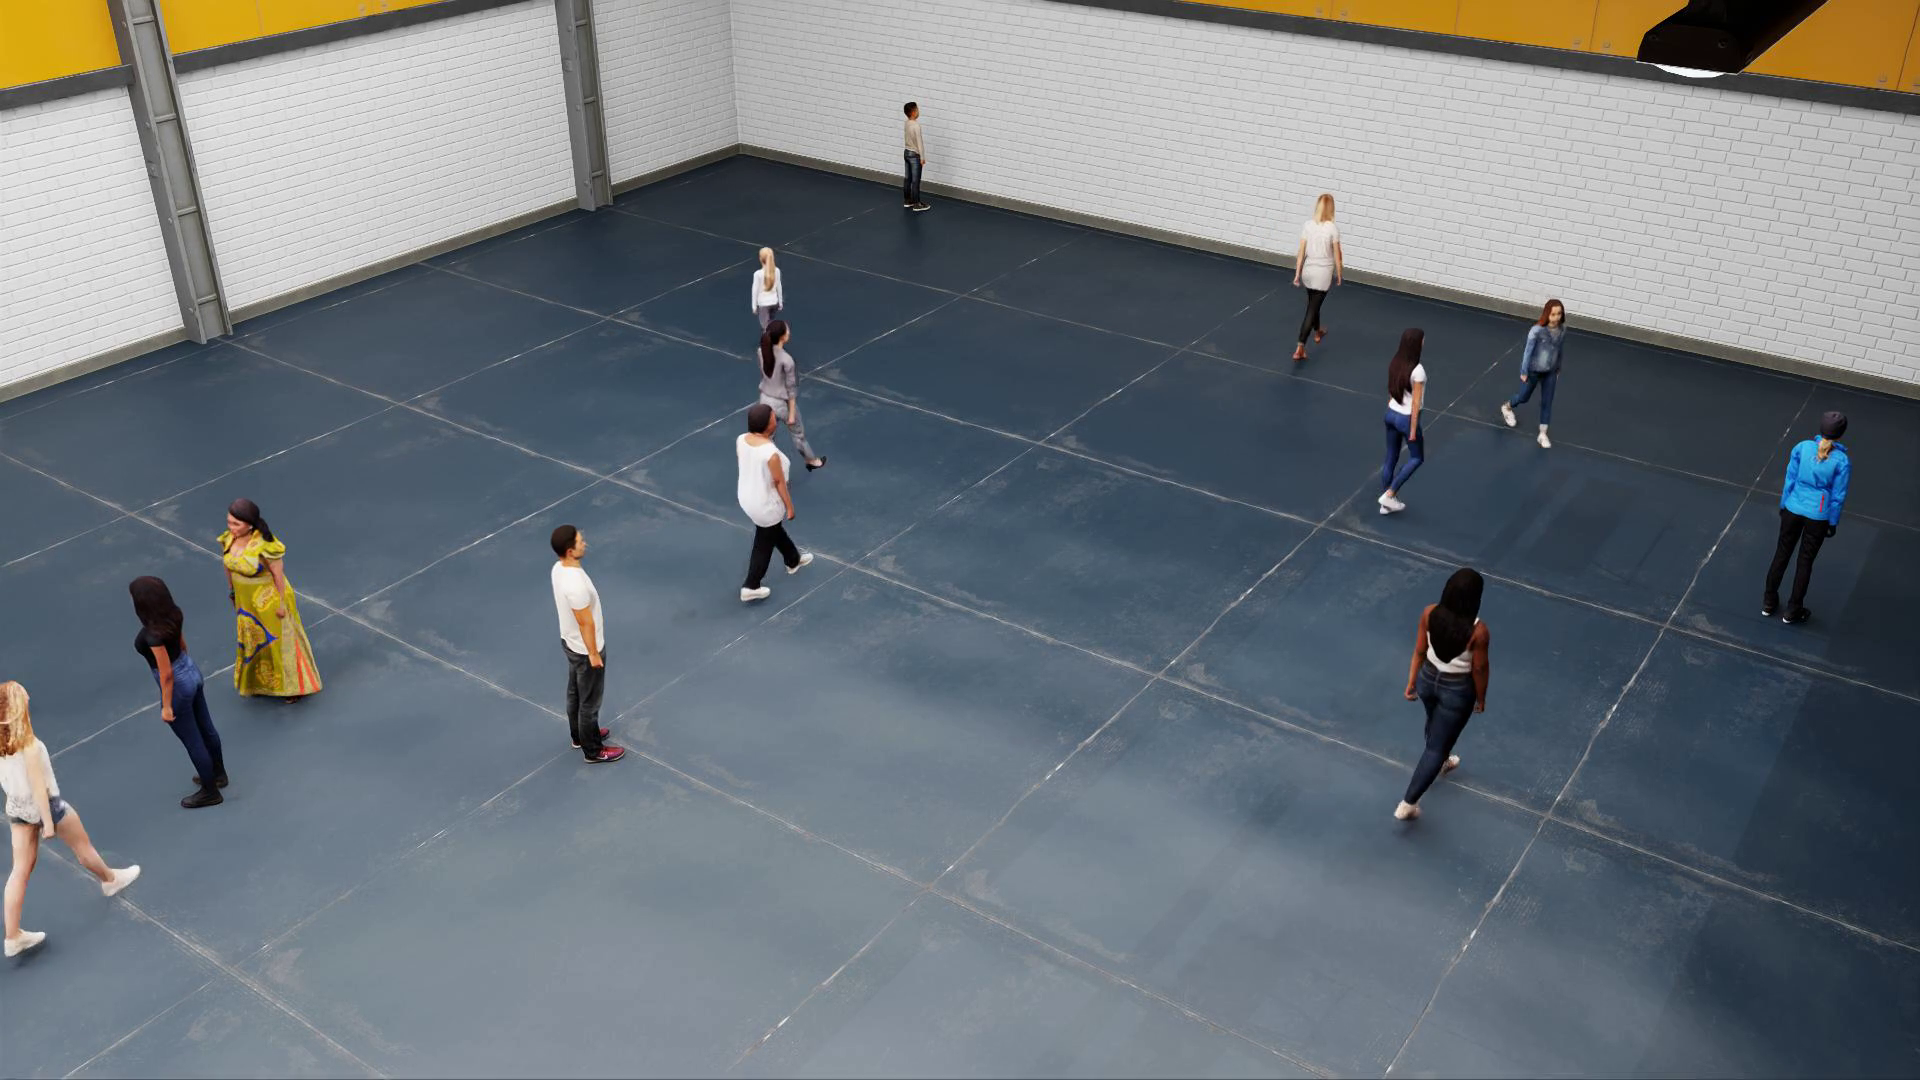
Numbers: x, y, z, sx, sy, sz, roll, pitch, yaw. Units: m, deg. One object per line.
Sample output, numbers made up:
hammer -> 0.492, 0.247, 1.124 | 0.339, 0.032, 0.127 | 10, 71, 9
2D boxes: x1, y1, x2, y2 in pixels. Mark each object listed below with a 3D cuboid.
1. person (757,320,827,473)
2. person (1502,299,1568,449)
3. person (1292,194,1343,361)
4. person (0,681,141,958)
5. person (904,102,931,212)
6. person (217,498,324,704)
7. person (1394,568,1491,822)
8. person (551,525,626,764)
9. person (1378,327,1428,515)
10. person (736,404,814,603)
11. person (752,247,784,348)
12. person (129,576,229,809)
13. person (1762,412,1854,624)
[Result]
person -> -1.713, -1.159, 15.087 | 0.663, 1.635, 1.049 | 20, 34, 32
person -> 5.623, -1.685, 16.246 | 1.010, 1.449, 1.052 | -7, 29, -13
person -> 3.818, -2.783, 17.919 | 0.625, 1.775, 1.151 | 17, 33, 29
person -> -5.535, 1.675, 9.813 | 0.721, 1.710, 1.187 | 12, 31, 21
person -> -0.646, -5.266, 22.794 | 0.607, 1.465, 0.608 | -19, 34, -30
person -> -5.102, 0.427, 12.156 | 0.949, 1.659, 0.913 | 9, 30, 15
person -> 3.136, 1.048, 10.904 | 1.244, 1.766, 0.818 | -24, 37, -37
person -> -2.625, 0.708, 11.488 | 0.695, 1.803, 0.718 | -15, 32, -25
person -> 3.841, -1.018, 14.693 | 0.748, 1.765, 0.719 | -12, 31, -21
person -> -1.618, -0.278, 13.462 | 1.140, 1.646, 0.878 | -20, 35, -32
person -> -2.055, -2.522, 17.974 | 0.872, 1.264, 0.750 | -19, 34, -30
person -> -5.165, 0.992, 11.037 | 0.722, 1.738, 0.641 | -1, 29, -1
person -> 6.689, -0.189, 13.140 | 0.613, 1.797, 0.671 | -22, 35, -34
